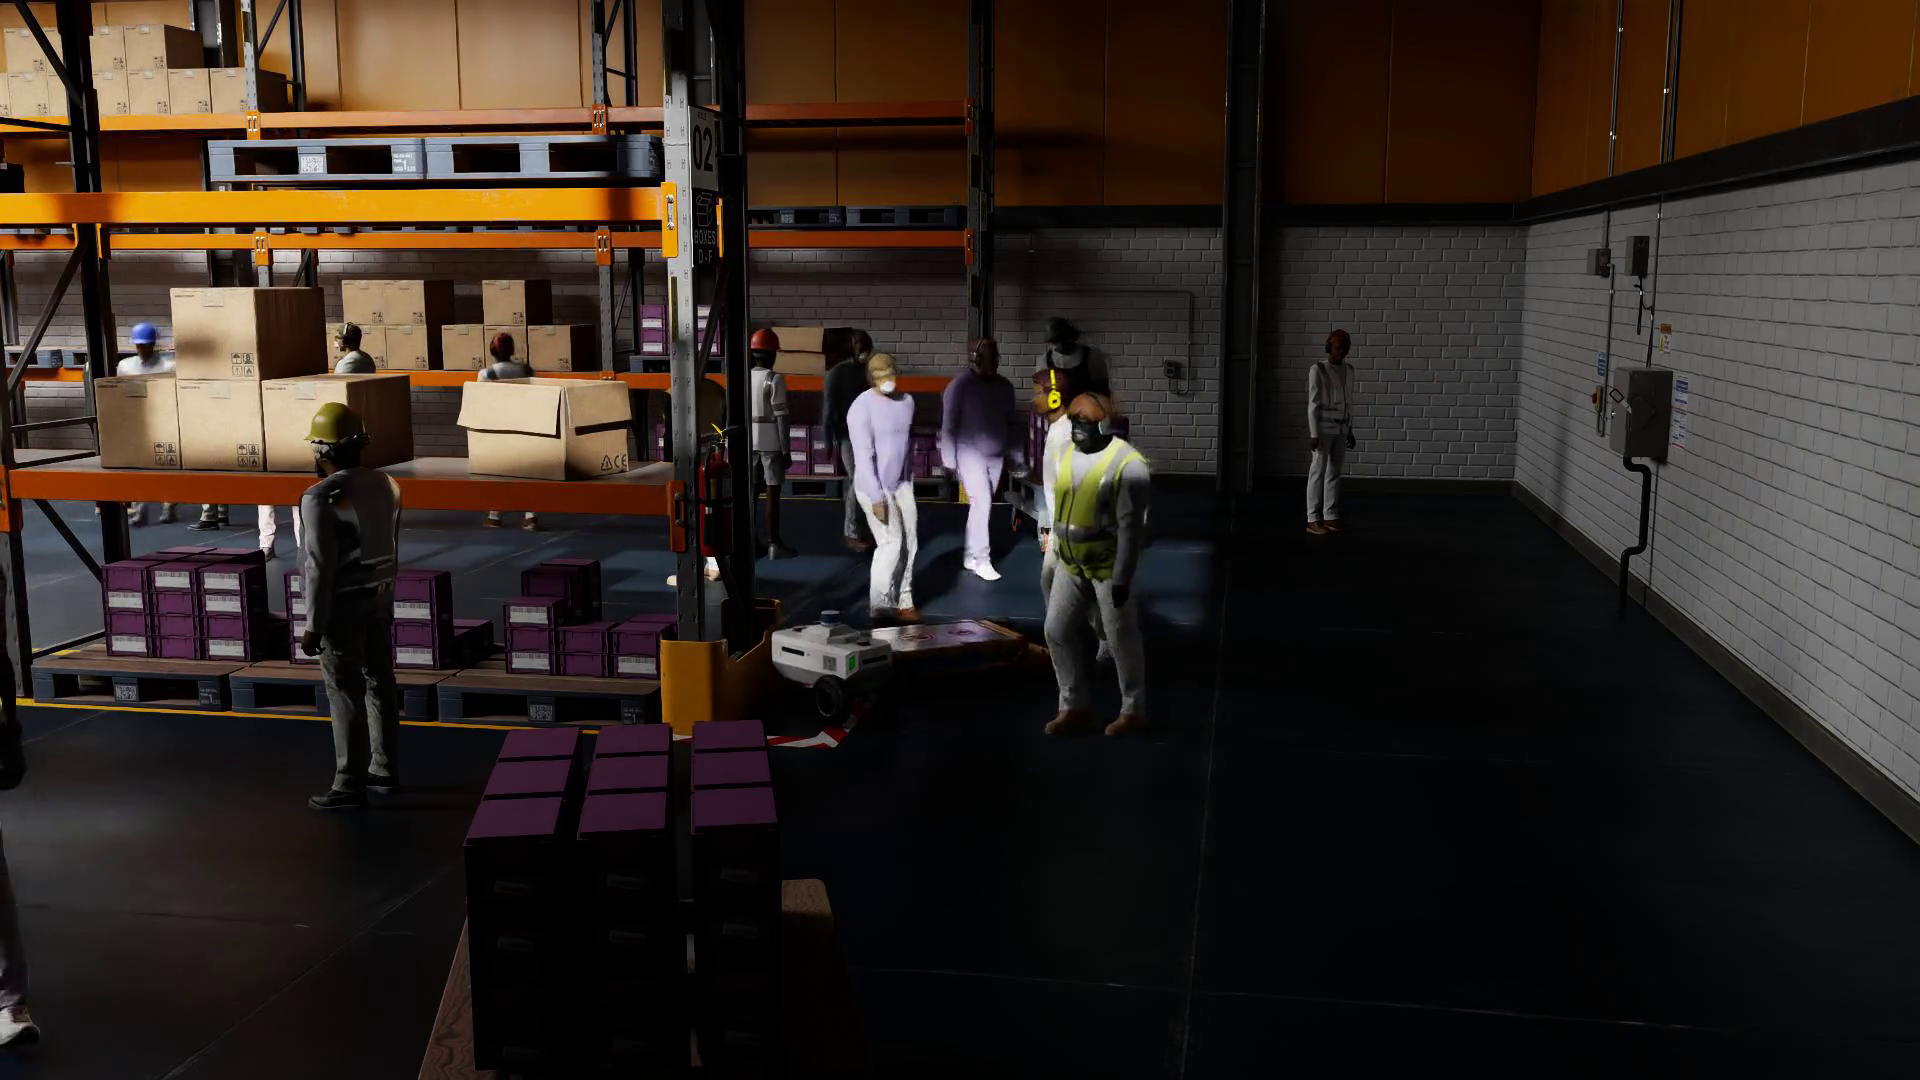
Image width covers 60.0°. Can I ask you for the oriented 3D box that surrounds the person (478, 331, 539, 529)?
[{"bbox_3d":[-4.223,-1.018,15.568,0.583,1.878,0.579,-7,11,-37],"label":"person"}]

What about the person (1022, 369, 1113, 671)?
[{"bbox_3d":[0.673,-0.110,9.974,0.553,1.845,0.557,3,10,15],"label":"person"}]

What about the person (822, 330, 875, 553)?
[{"bbox_3d":[-0.832,-0.844,14.304,0.637,1.912,0.748,-8,12,-42],"label":"person"}]

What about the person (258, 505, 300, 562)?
[{"bbox_3d":[-5.675,-0.813,13.870,0.612,1.995,0.377,-2,9,-14],"label":"person"}]

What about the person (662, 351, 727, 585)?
[{"bbox_3d":[-2.060,-0.563,12.796,0.430,1.845,0.619,7,12,37],"label":"person"}]

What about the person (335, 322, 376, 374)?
[{"bbox_3d":[-5.707,-1.081,15.705,0.372,1.940,0.631,0,9,0],"label":"person"}]

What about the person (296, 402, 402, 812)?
[{"bbox_3d":[-2.750,0.299,7.473,0.403,1.833,0.590,3,10,16],"label":"person"}]

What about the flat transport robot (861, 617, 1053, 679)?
[{"bbox_3d":[-0.194,0.669,10.006,1.431,0.197,0.652,-5,10,-26],"label":"flat transport robot"}]

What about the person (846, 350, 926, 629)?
[{"bbox_3d":[-0.497,-0.319,11.129,0.408,1.898,0.649,6,11,34],"label":"person"}]

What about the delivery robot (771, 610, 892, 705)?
[{"bbox_3d":[-0.708,0.628,9.091,0.707,0.478,0.477,9,13,43],"label":"delivery robot"}]

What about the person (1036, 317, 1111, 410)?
[{"bbox_3d":[1.162,-1.201,16.136,0.861,2.000,0.537,1,9,7],"label":"person"}]

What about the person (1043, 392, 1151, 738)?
[{"bbox_3d":[0.696,0.140,8.554,0.652,1.801,0.672,-8,12,-40],"label":"person"}]

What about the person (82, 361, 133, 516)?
[{"bbox_3d":[-8.414,-1.141,16.388,0.504,1.840,0.345,9,13,44],"label":"person"}]

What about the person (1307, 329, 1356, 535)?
[{"bbox_3d":[3.436,-0.998,15.356,0.575,1.885,0.361,-6,11,-35],"label":"person"}]

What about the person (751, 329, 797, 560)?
[{"bbox_3d":[-1.623,-0.799,13.967,0.551,1.935,0.362,6,11,35],"label":"person"}]

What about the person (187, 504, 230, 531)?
[{"bbox_3d":[-7.073,-0.994,15.531,0.404,1.822,0.587,0,9,1],"label":"person"}]

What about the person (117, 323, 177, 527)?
[{"bbox_3d":[-7.662,-1.075,15.698,0.634,1.919,0.798,-1,9,-5],"label":"person"}]

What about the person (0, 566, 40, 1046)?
[{"bbox_3d":[-3.149,0.678,5.151,0.512,1.817,0.968,-7,11,-37],"label":"person"}]

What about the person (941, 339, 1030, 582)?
[{"bbox_3d":[0.230,-0.629,13.080,0.657,1.880,0.789,-8,12,-41],"label":"person"}]
